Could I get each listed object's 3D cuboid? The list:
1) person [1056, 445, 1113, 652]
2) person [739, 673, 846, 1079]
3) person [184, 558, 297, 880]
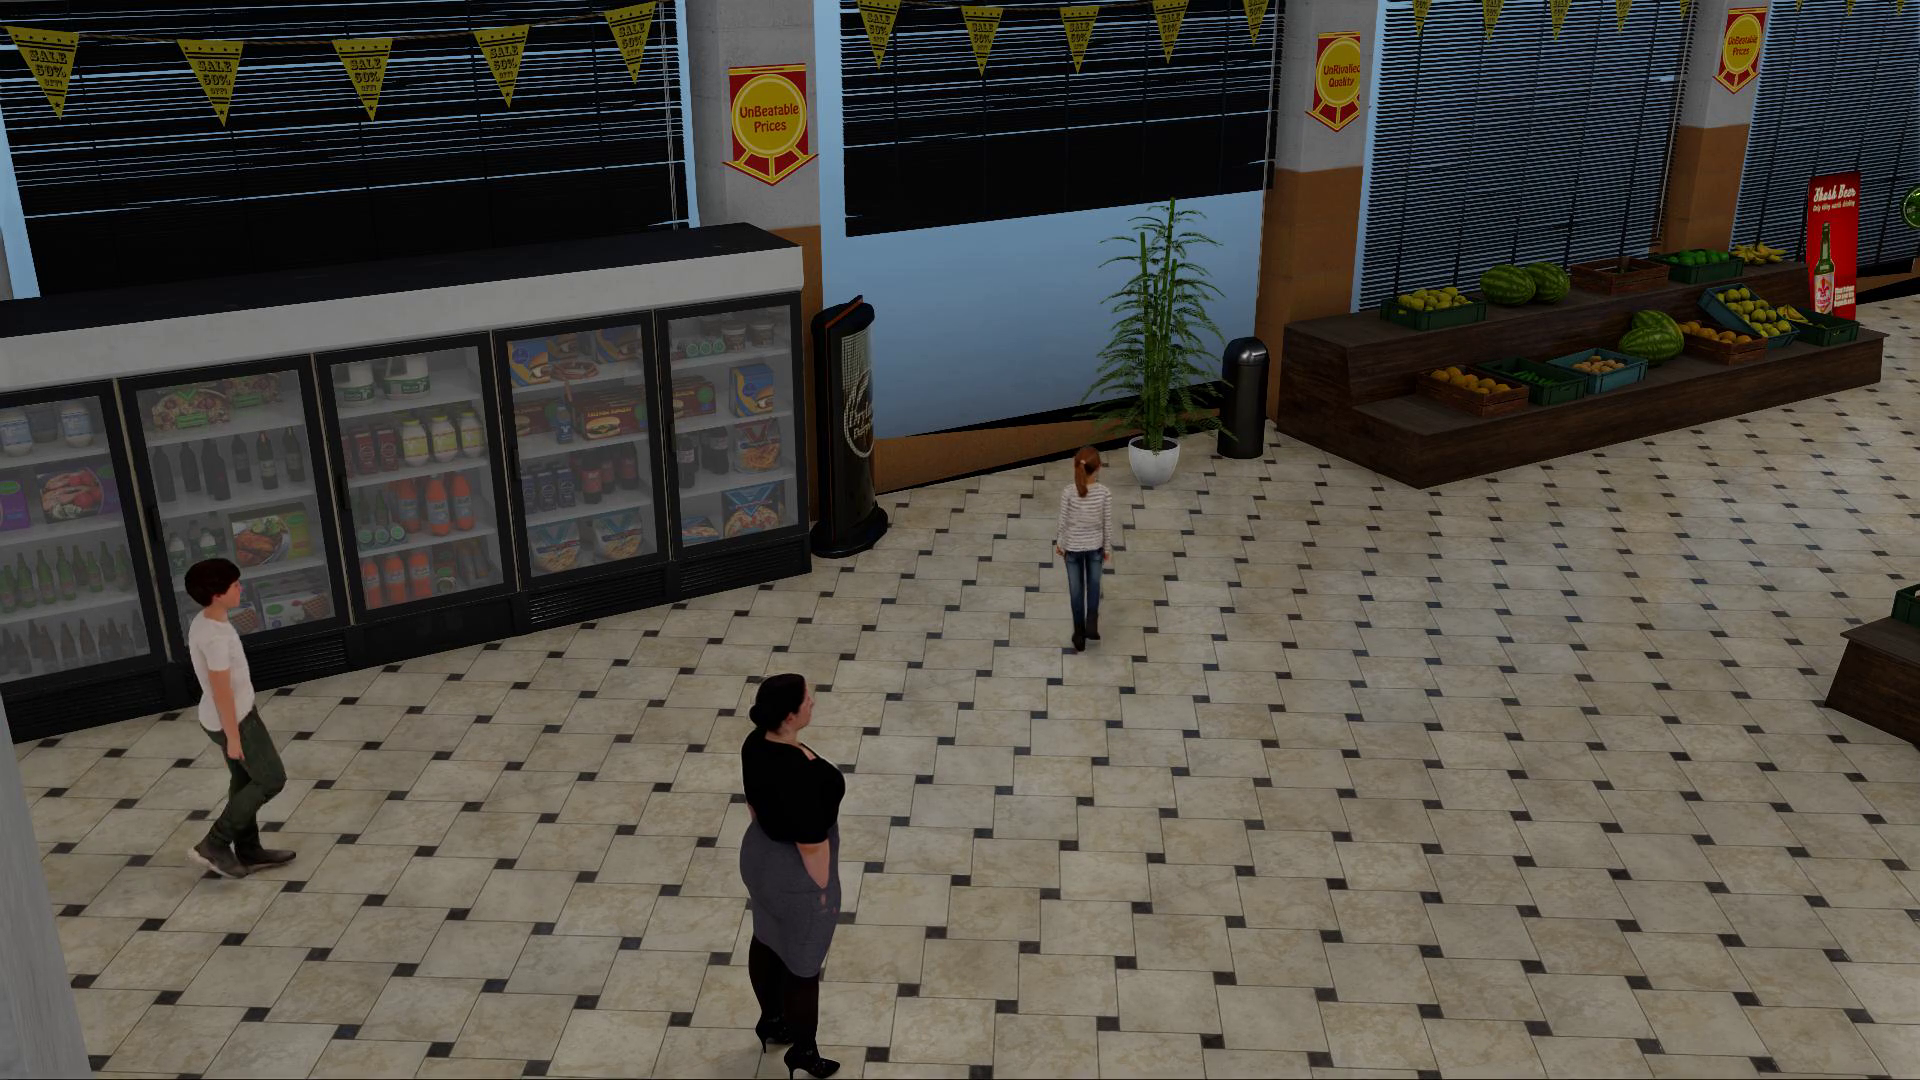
[{"bbox_3d":[0.762,0.079,10.235,0.567,1.308,0.638,-1,22,-2],"label":"person"},{"bbox_3d":[-0.680,1.322,6.536,0.618,1.760,0.670,-14,26,-31],"label":"person"},{"bbox_3d":[-3.497,0.877,7.803,0.680,1.641,0.567,-12,25,-28],"label":"person"}]
